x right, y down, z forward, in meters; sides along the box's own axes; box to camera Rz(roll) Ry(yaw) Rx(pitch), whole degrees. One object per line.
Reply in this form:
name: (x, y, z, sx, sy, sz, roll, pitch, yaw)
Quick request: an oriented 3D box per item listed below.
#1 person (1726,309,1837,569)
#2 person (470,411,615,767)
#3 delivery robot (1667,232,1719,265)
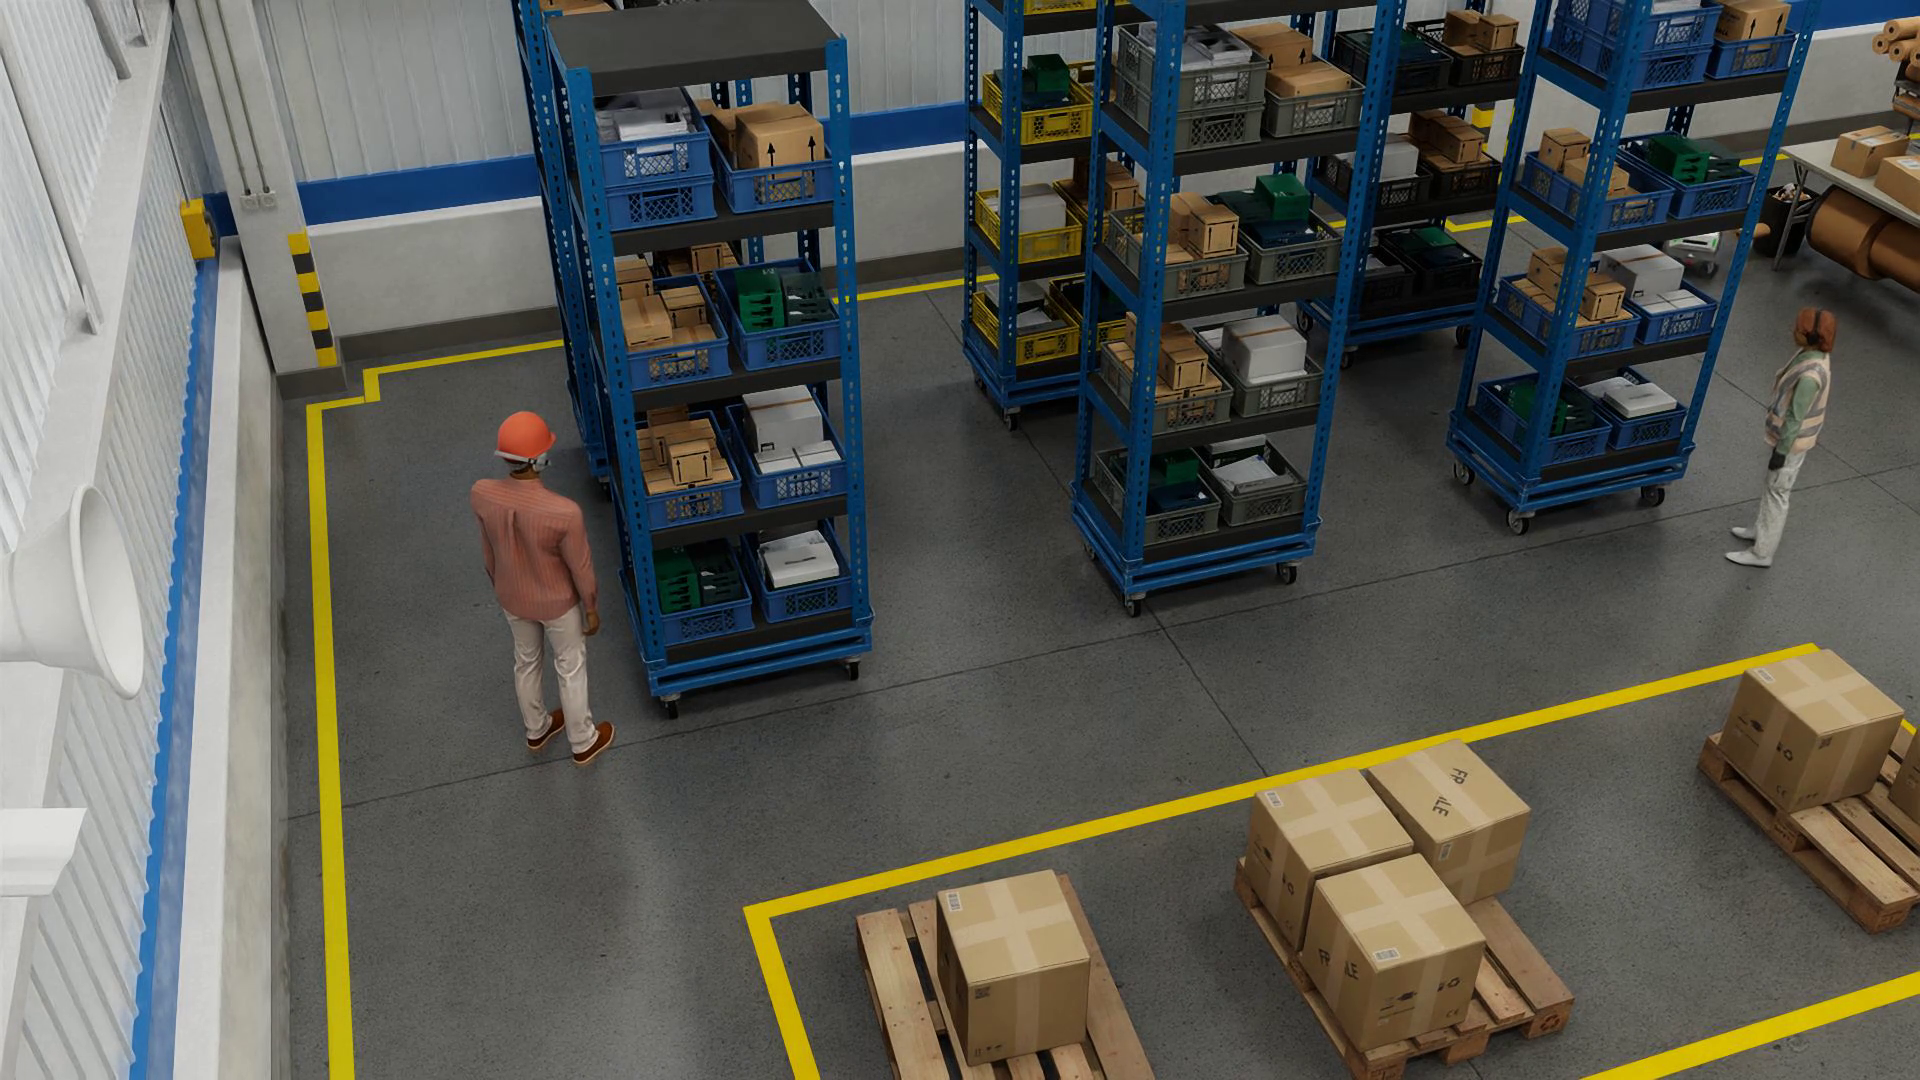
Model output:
person: (4.822, -0.593, 9.705, 0.318, 1.630, 0.511, 15, 38, 21)
person: (-2.041, 0.254, 8.200, 0.608, 1.987, 0.402, 11, 37, 15)
delivery robot: (5.834, -2.485, 13.232, 0.477, 0.478, 0.707, 11, 37, 15)
